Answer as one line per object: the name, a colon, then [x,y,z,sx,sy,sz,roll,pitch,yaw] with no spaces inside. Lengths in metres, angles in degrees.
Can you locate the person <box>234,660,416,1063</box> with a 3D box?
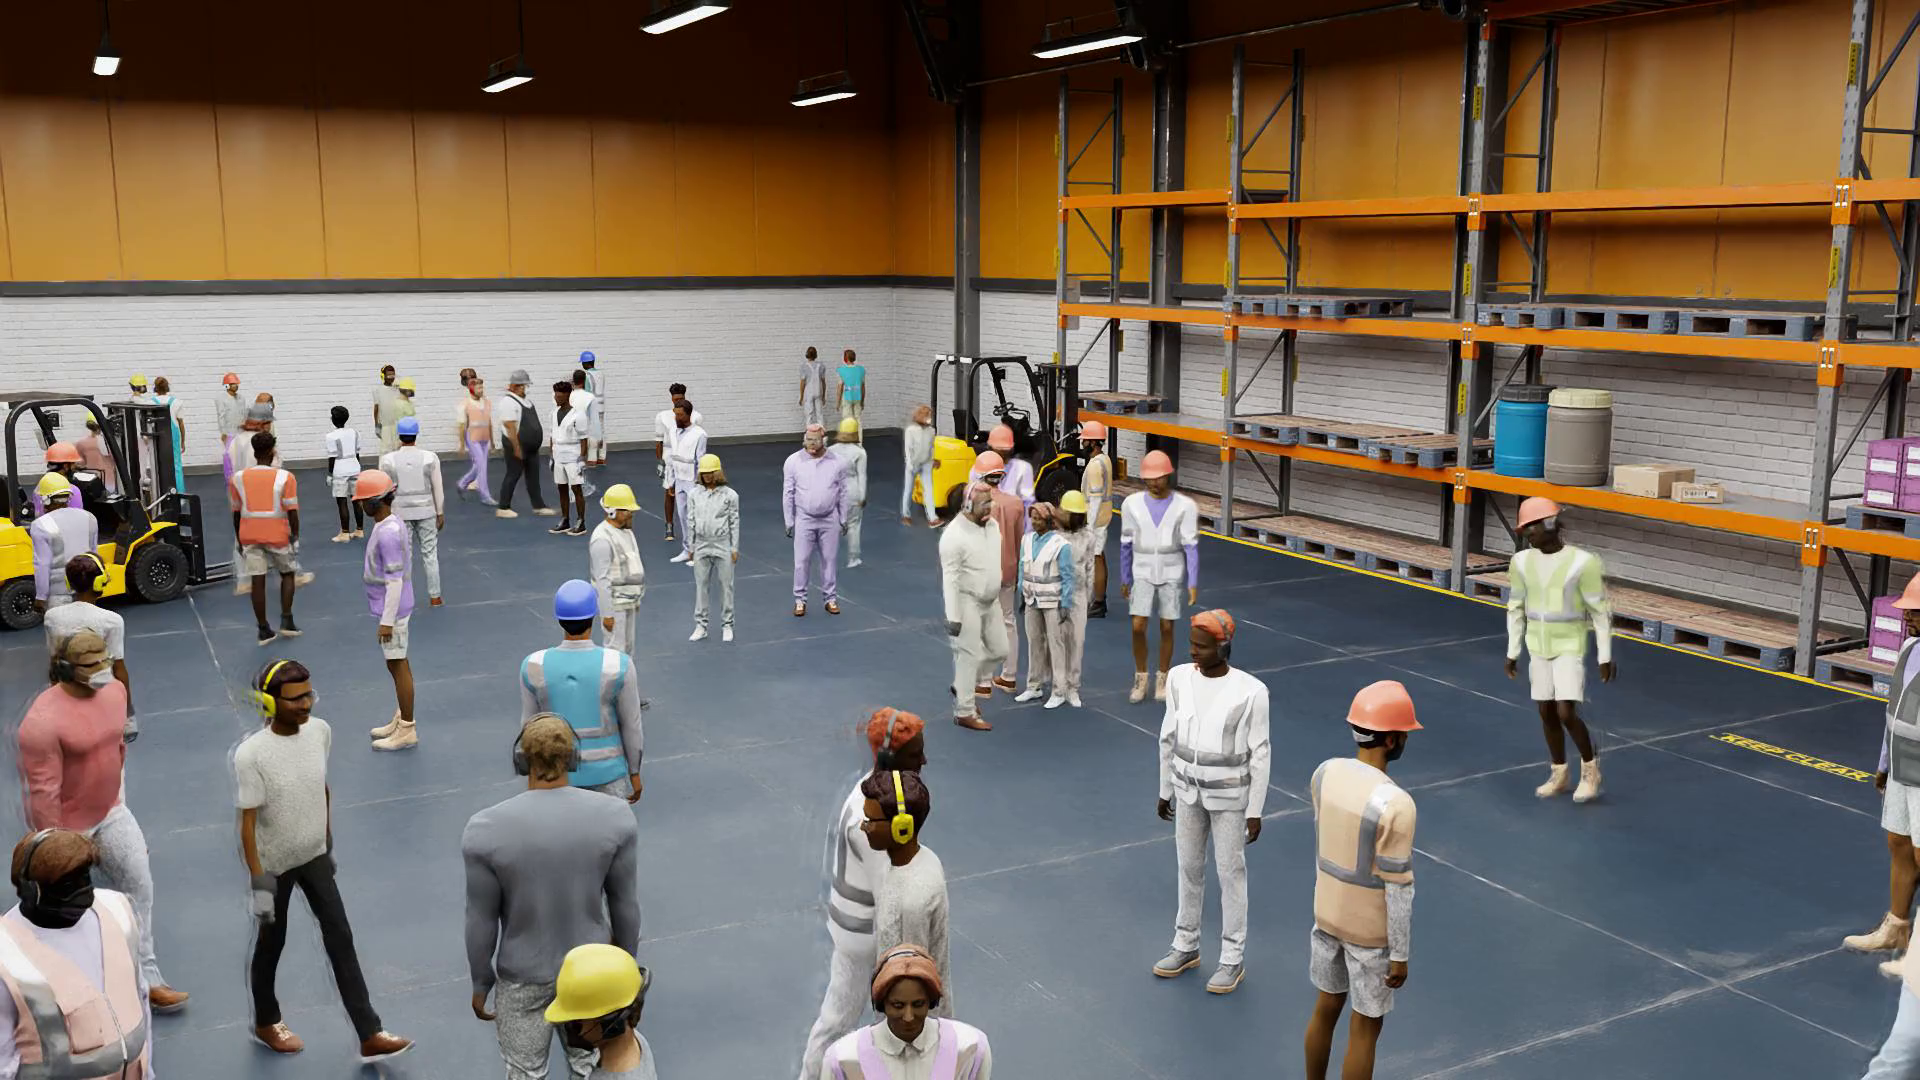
person: [-2.833,1.425,7.248,0.949,1.826,0.561,6,11,30]

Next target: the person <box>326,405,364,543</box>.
person: [-7.602,-0.813,20.528,0.321,1.697,0.529,5,11,25]

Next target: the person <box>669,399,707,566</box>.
person: [-3.103,-0.666,19.078,0.593,1.911,0.383,9,14,43]

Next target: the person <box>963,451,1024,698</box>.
person: [0.245,0.276,13.403,0.611,1.996,0.379,-7,12,-37]

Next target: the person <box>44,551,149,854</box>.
person: [-5.034,0.994,9.670,0.511,1.862,0.324,2,10,10]

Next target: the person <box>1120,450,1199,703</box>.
person: [1.560,0.313,13.107,0.630,2.025,0.637,2,10,11]

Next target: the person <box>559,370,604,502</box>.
person: [-5.431,-1.519,24.055,0.627,1.877,0.920,4,11,21]

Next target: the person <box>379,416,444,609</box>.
person: [-5.466,-0.260,16.623,0.604,1.949,0.389,-3,10,-18]

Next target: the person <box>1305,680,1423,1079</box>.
person: [1.607,1.499,6.579,0.398,1.929,0.539,-5,11,-26]

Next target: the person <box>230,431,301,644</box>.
person: [-6.368,-0.029,15.291,0.630,1.941,0.565,-1,10,-7]

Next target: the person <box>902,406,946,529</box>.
person: [-0.500,-0.941,21.599,0.517,1.582,0.857,-6,11,-31]

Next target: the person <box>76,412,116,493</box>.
person: [-10.139,-0.660,19.548,0.526,1.732,0.845,1,10,8]

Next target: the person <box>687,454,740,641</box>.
person: [-2.270,0.073,15.298,0.487,1.743,0.315,1,10,7]

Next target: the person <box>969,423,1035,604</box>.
person: [0.399,-0.104,15.618,0.620,2.034,0.809,0,10,-3]

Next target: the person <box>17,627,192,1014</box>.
person: [-3.975,1.323,7.647,0.830,1.897,0.641,2,10,13]

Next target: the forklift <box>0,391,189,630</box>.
forklift: [-9.026,-0.363,16.508,1.214,2.155,2.313,6,11,29]

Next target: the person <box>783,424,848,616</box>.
person: [-1.414,-0.197,16.397,0.651,1.902,0.403,-3,10,-14]

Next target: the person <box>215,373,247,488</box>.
person: [-11.014,-1.663,25.250,0.323,1.755,0.563,3,10,17]

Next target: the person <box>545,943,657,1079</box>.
person: [-0.940,1.932,4.542,0.317,1.765,0.522,-3,10,-16]

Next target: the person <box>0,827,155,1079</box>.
person: [-2.776,1.781,5.218,0.429,1.838,0.630,3,10,18]

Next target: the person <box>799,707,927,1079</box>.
person: [-0.238,1.550,6.520,1.008,1.829,0.573,2,10,11]

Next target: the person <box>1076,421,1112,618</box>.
person: [1.309,-0.202,16.322,0.360,1.938,0.542,2,10,13]

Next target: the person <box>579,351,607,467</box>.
person: [-6.125,-2.175,27.688,0.416,1.939,0.604,3,10,19]

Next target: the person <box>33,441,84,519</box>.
person: [-7.810,0.101,14.588,0.551,1.932,0.378,5,11,27]

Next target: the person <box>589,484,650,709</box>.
person: [-2.623,0.470,12.802,0.403,1.818,0.603,1,10,8]

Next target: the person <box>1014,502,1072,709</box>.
person: [0.662,0.507,13.099,0.311,1.638,0.523,-10,14,-44]

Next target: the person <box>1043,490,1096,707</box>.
person: [0.832,0.425,13.363,0.493,1.715,0.741,-1,10,-9]

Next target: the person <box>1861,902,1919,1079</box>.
person: [3.702,1.596,5.952,1.071,1.924,0.624,2,10,11]

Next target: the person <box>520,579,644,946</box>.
person: [-1.904,1.162,8.434,0.605,1.951,0.381,0,10,-2]

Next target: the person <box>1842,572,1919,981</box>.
person: [4.729,1.153,8.219,0.370,2.044,0.608,0,10,-1]

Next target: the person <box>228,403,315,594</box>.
person: [-7.319,-0.473,17.587,0.699,2.000,0.917,5,11,26]

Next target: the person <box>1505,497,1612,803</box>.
person: [3.893,0.726,10.863,0.410,1.988,0.731,-8,12,-38]

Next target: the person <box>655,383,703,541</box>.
person: [-3.484,-0.977,20.704,0.607,1.966,0.367,-4,11,-21]

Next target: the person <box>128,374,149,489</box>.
person: [-12.164,-1.573,24.708,0.331,1.768,0.526,-9,14,-43]

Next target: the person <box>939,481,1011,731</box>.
person: [0.119,0.491,12.458,0.445,1.890,0.678,7,12,36]

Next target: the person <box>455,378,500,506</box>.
person: [-6.868,-1.393,23.514,0.792,1.823,0.580,4,11,24]

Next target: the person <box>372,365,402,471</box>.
person: [-8.732,-1.752,25.489,0.334,1.860,0.507,9,13,41]

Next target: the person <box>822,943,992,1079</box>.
person: [-0.153,1.946,4.842,0.508,1.629,0.318,-2,10,-10]

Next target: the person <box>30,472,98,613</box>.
person: [-7.185,0.368,13.347,0.404,1.829,0.600,3,10,19]

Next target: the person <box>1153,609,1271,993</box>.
person: [1.219,1.254,8.093,0.584,1.882,0.337,8,13,39]

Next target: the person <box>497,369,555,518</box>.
person: [-5.925,-1.319,22.454,0.605,2.000,0.685,2,10,12]

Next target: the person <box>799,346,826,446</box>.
person: [-2.715,-2.638,30.608,0.513,1.845,0.335,-5,11,-28]

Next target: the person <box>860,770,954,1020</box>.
person: [-0.183,1.685,5.697,0.327,1.859,0.510,-1,10,-4]

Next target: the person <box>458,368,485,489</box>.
person: [-7.381,-1.690,25.218,0.429,1.830,0.636,-3,10,-18]

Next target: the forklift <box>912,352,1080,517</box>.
forklift: [0.460,-1.461,22.833,2.313,2.155,1.214,-5,11,-28]

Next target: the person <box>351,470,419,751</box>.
person: [-4.140,0.502,11.994,0.392,2.035,0.605,-3,10,-17]

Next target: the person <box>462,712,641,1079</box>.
person: [-1.485,1.580,6.110,0.634,1.929,0.387,-4,11,-23]

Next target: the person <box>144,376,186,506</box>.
person: [-11.160,-1.377,23.388,0.500,1.838,0.346,-6,11,-30]

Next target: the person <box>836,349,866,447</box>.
person: [-1.937,-2.465,29.605,0.566,1.849,0.389,-6,12,-32]

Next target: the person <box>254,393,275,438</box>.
person: [-9.652,-1.235,23.146,0.278,1.631,0.505,-1,10,-5]

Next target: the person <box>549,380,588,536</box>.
person: [-4.972,-1.038,21.054,0.618,1.963,0.361,6,12,32]

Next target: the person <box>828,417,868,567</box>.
person: [-1.288,-0.522,18.771,0.494,1.722,0.579,3,10,16]
